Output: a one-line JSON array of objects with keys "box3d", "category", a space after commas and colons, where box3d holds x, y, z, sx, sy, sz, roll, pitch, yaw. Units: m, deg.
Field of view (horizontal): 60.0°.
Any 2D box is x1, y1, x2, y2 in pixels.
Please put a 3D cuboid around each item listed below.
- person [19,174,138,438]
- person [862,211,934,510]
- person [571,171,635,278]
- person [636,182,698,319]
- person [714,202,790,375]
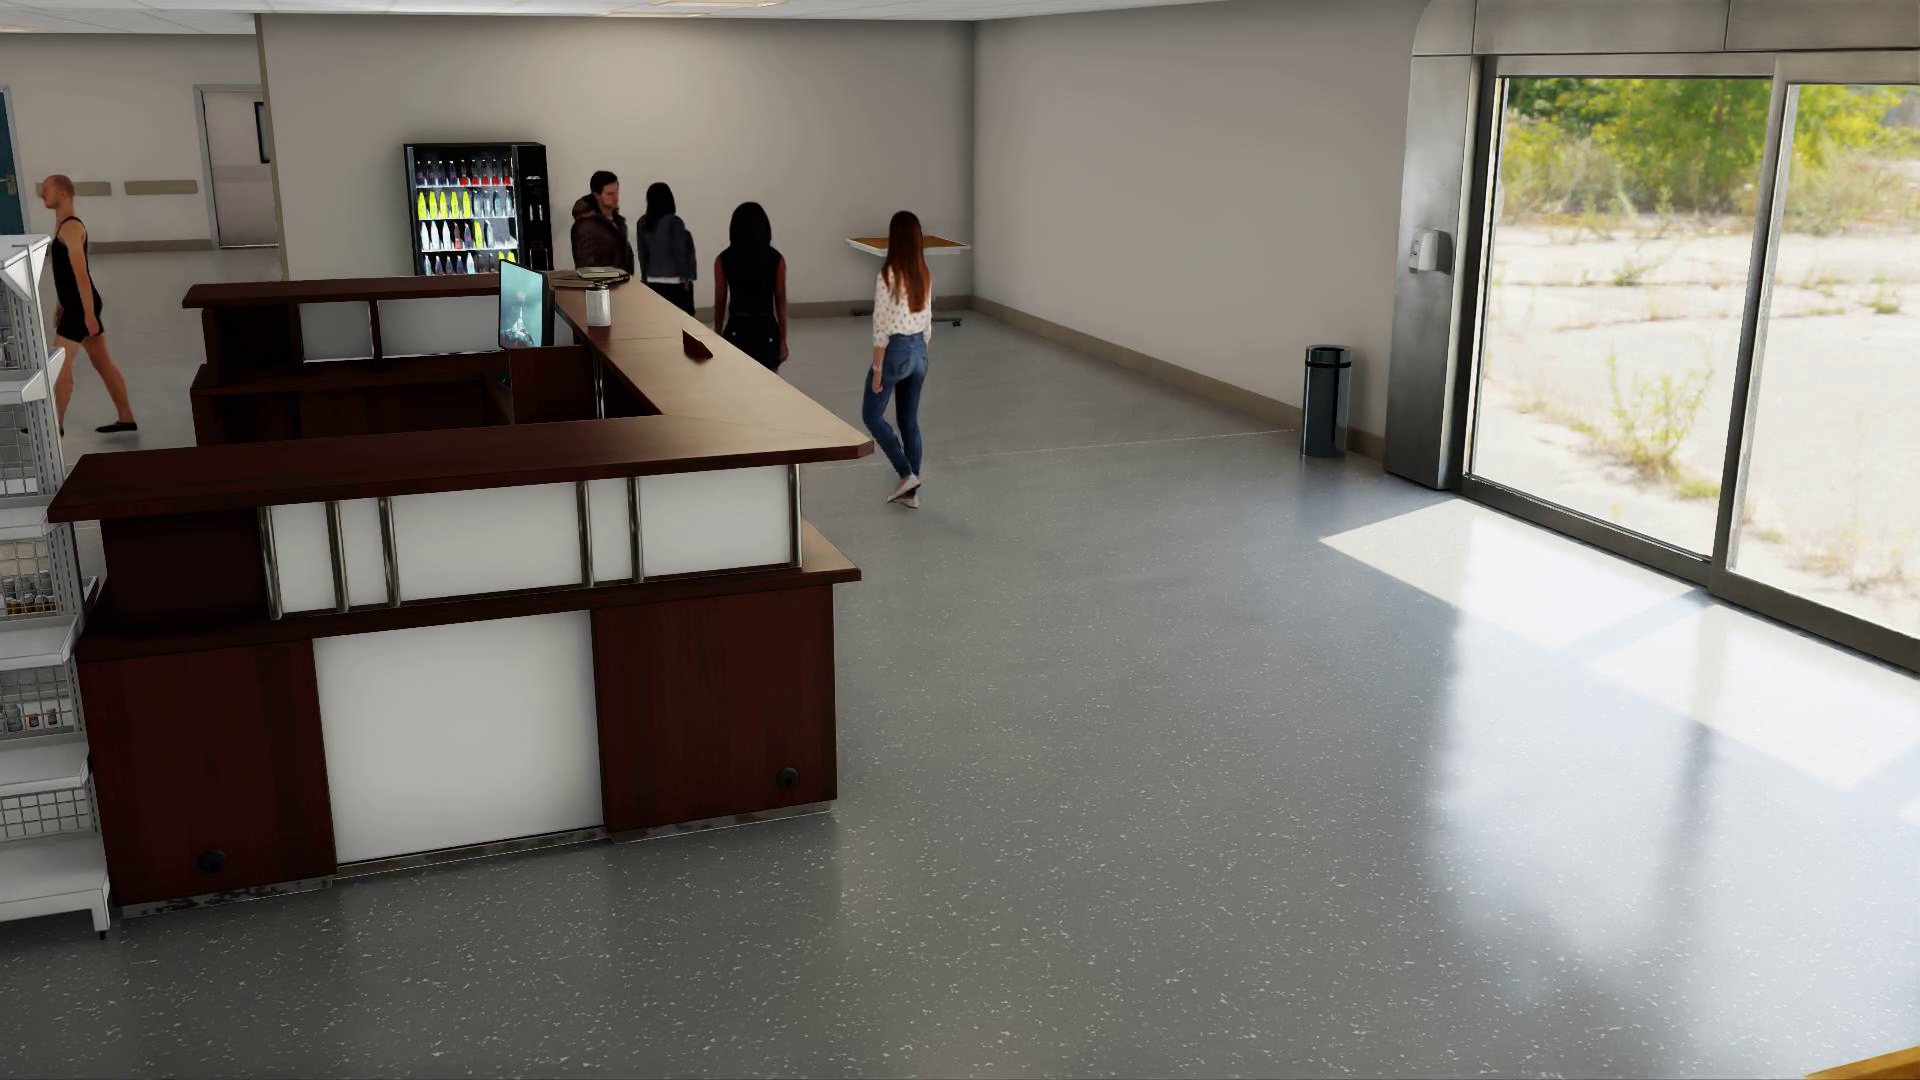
[{"box3d": [-5.990, -1.598, 11.518, 0.995, 1.791, 0.778, -8, 18, -27], "category": "person"}, {"box3d": [-0.286, -0.999, 9.533, 0.680, 1.716, 0.757, -13, 21, -40], "category": "person"}, {"box3d": [-2.580, -1.670, 11.712, 0.917, 1.825, 0.933, 2, 16, 6], "category": "person"}, {"box3d": [-2.497, -2.188, 13.996, 0.881, 1.583, 0.959, 11, 19, 35], "category": "person"}, {"box3d": [-1.249, -1.123, 10.010, 1.127, 1.694, 0.738, -4, 16, -13], "category": "person"}]
